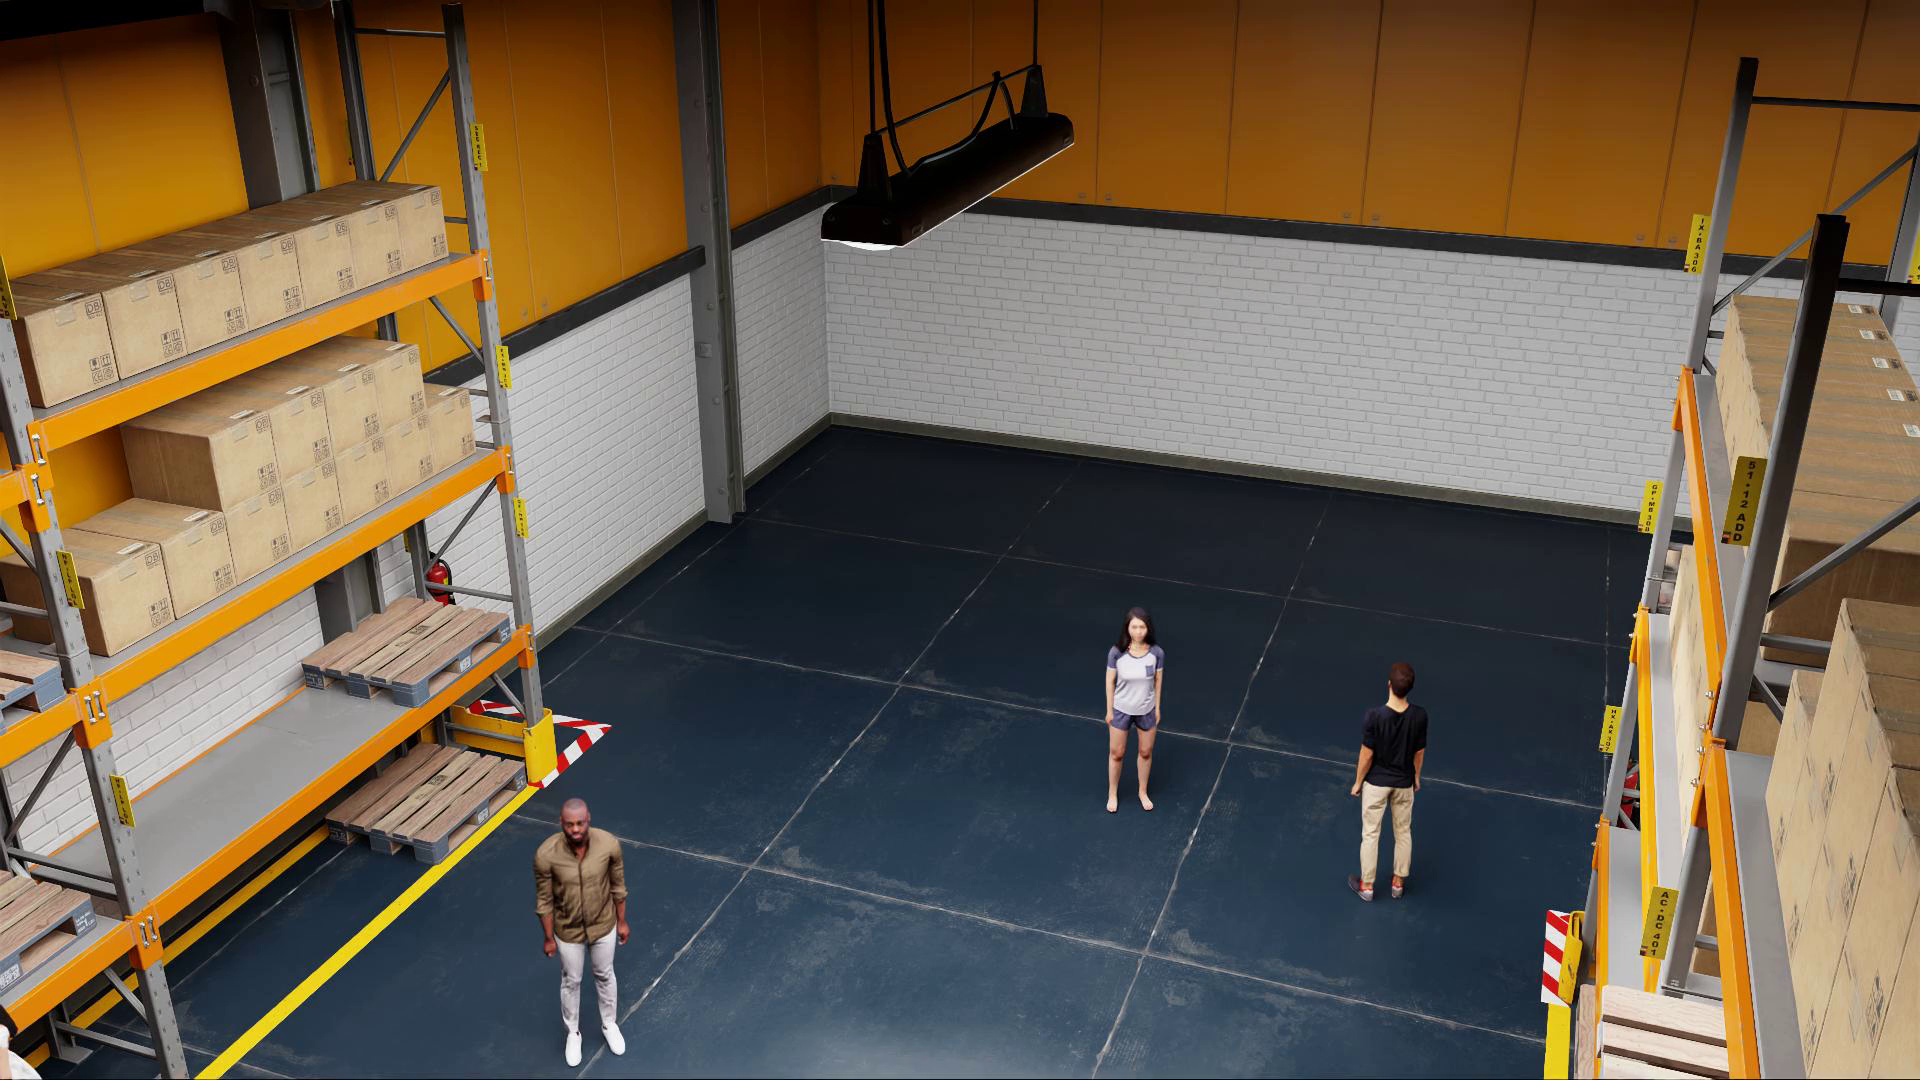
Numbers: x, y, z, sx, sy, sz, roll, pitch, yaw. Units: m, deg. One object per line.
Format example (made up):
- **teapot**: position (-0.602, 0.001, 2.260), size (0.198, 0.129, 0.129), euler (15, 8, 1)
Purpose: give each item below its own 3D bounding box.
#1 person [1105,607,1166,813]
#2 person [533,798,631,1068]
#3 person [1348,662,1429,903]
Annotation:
- **person**: position (1.344, 1.294, 12.829), size (0.671, 1.706, 0.668), euler (-2, 24, -5)
- **person**: position (-2.311, 2.366, 10.229), size (0.794, 1.825, 0.832), euler (-9, 25, -19)
- **person**: position (3.025, 1.704, 11.702), size (0.710, 1.859, 0.678), euler (-2, 24, -4)
